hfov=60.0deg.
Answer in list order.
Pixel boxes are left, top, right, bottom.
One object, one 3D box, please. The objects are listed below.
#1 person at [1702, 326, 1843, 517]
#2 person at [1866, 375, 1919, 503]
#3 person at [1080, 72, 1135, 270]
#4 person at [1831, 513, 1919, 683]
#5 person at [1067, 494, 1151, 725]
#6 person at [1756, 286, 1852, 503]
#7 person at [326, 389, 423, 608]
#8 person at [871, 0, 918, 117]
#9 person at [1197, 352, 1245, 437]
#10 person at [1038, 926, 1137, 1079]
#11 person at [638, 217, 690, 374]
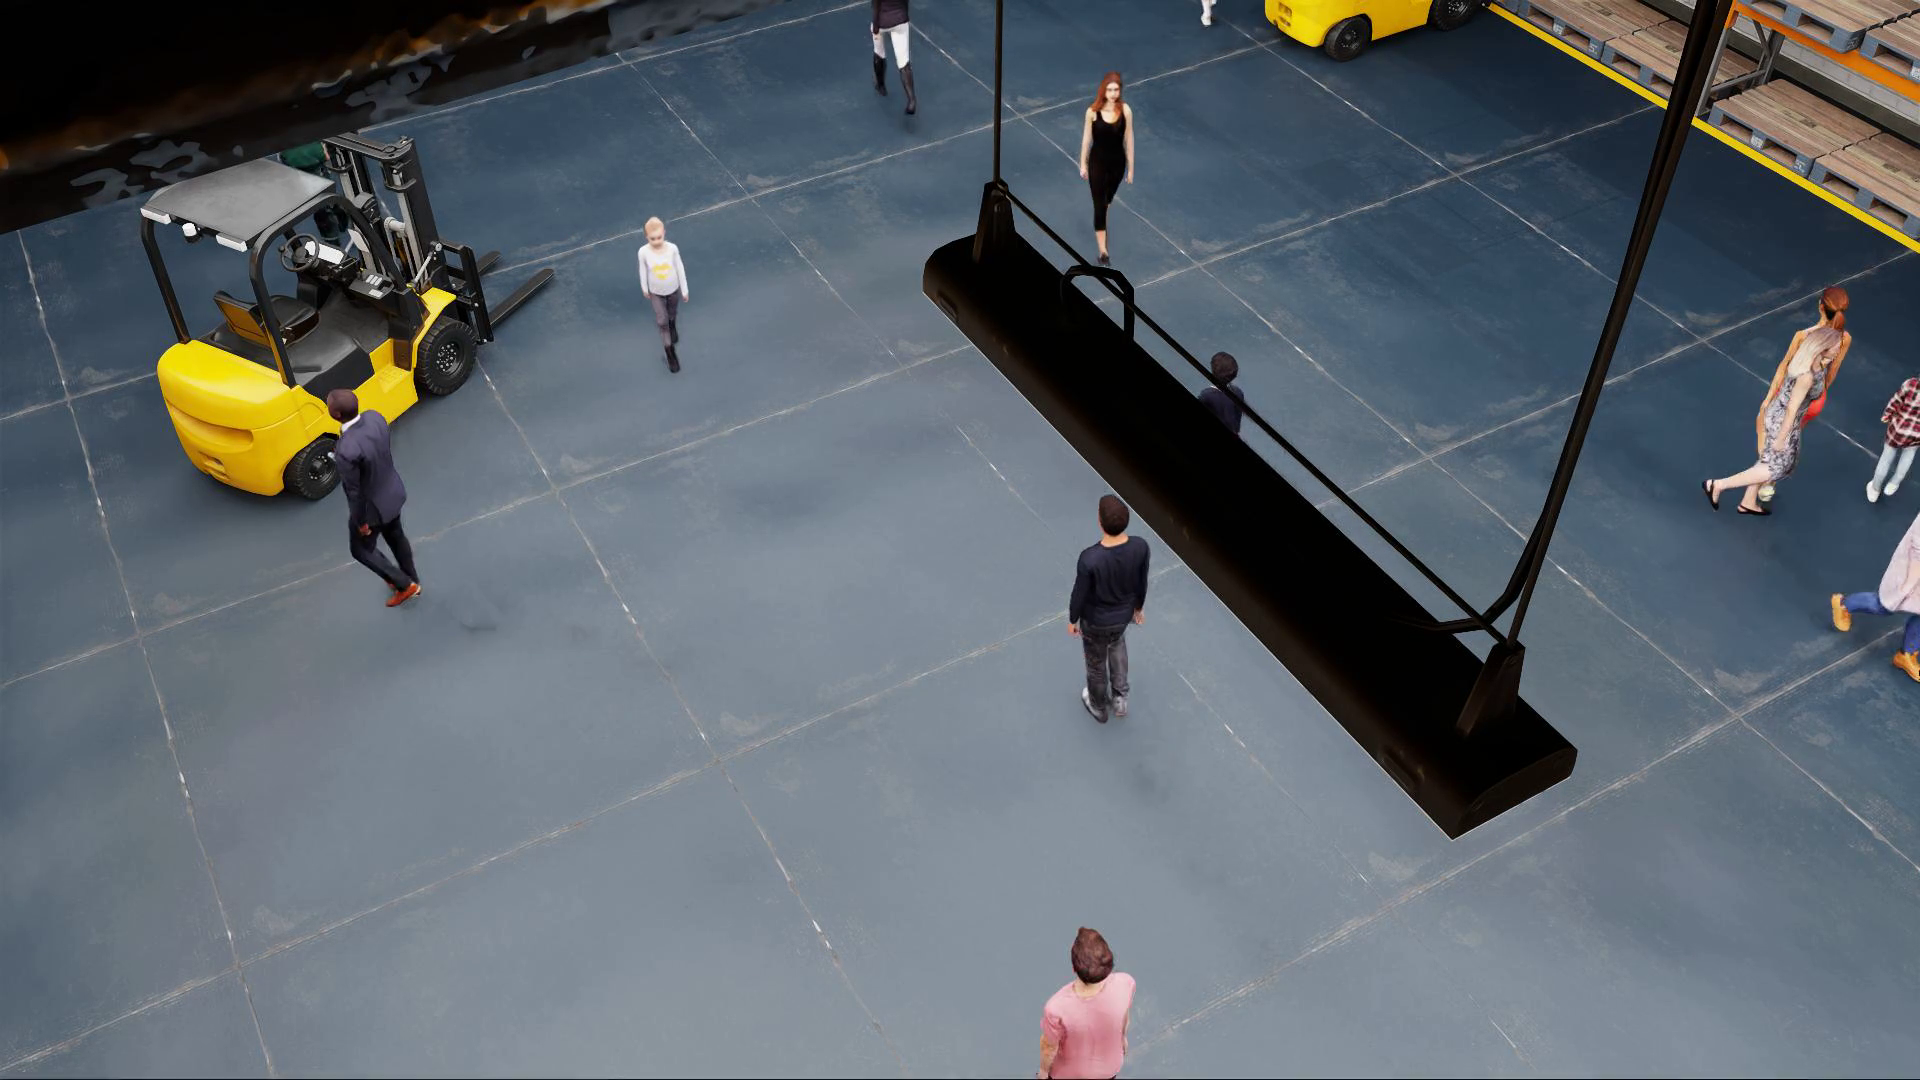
[{"bbox_3d":[5.728,-0.832,11.784,0.885,1.689,0.805,16,46,16],"label":"person"},{"bbox_3d":[6.858,-0.774,12.010,0.608,1.293,0.684,16,46,16],"label":"person"},{"bbox_3d":[1.264,-3.262,14.341,0.899,1.680,1.199,-5,44,-5],"label":"person"},{"bbox_3d":[6.199,0.126,10.756,0.730,1.720,1.031,-16,46,-17],"label":"person"},{"bbox_3d":[0.953,0.516,10.244,0.696,1.862,0.700,-15,46,-15],"label":"person"},{"bbox_3d":[5.981,-0.948,11.845,0.775,1.772,0.825,3,44,3],"label":"person"},{"bbox_3d":[-3.823,-0.243,11.079,0.858,1.808,0.796,10,44,10],"label":"person"},{"bbox_3d":[-0.629,-4.912,16.062,0.682,1.695,1.198,-15,46,-15],"label":"person"},{"bbox_3d":[1.896,-0.804,12.101,0.609,1.211,0.723,-11,45,-11],"label":"person"},{"bbox_3d":[0.635,2.570,8.030,0.723,1.941,1.085,-17,46,-17],"label":"person"},{"bbox_3d":[-2.384,-2.052,13.385,0.635,1.246,0.935,-11,45,-12],"label":"person"}]
